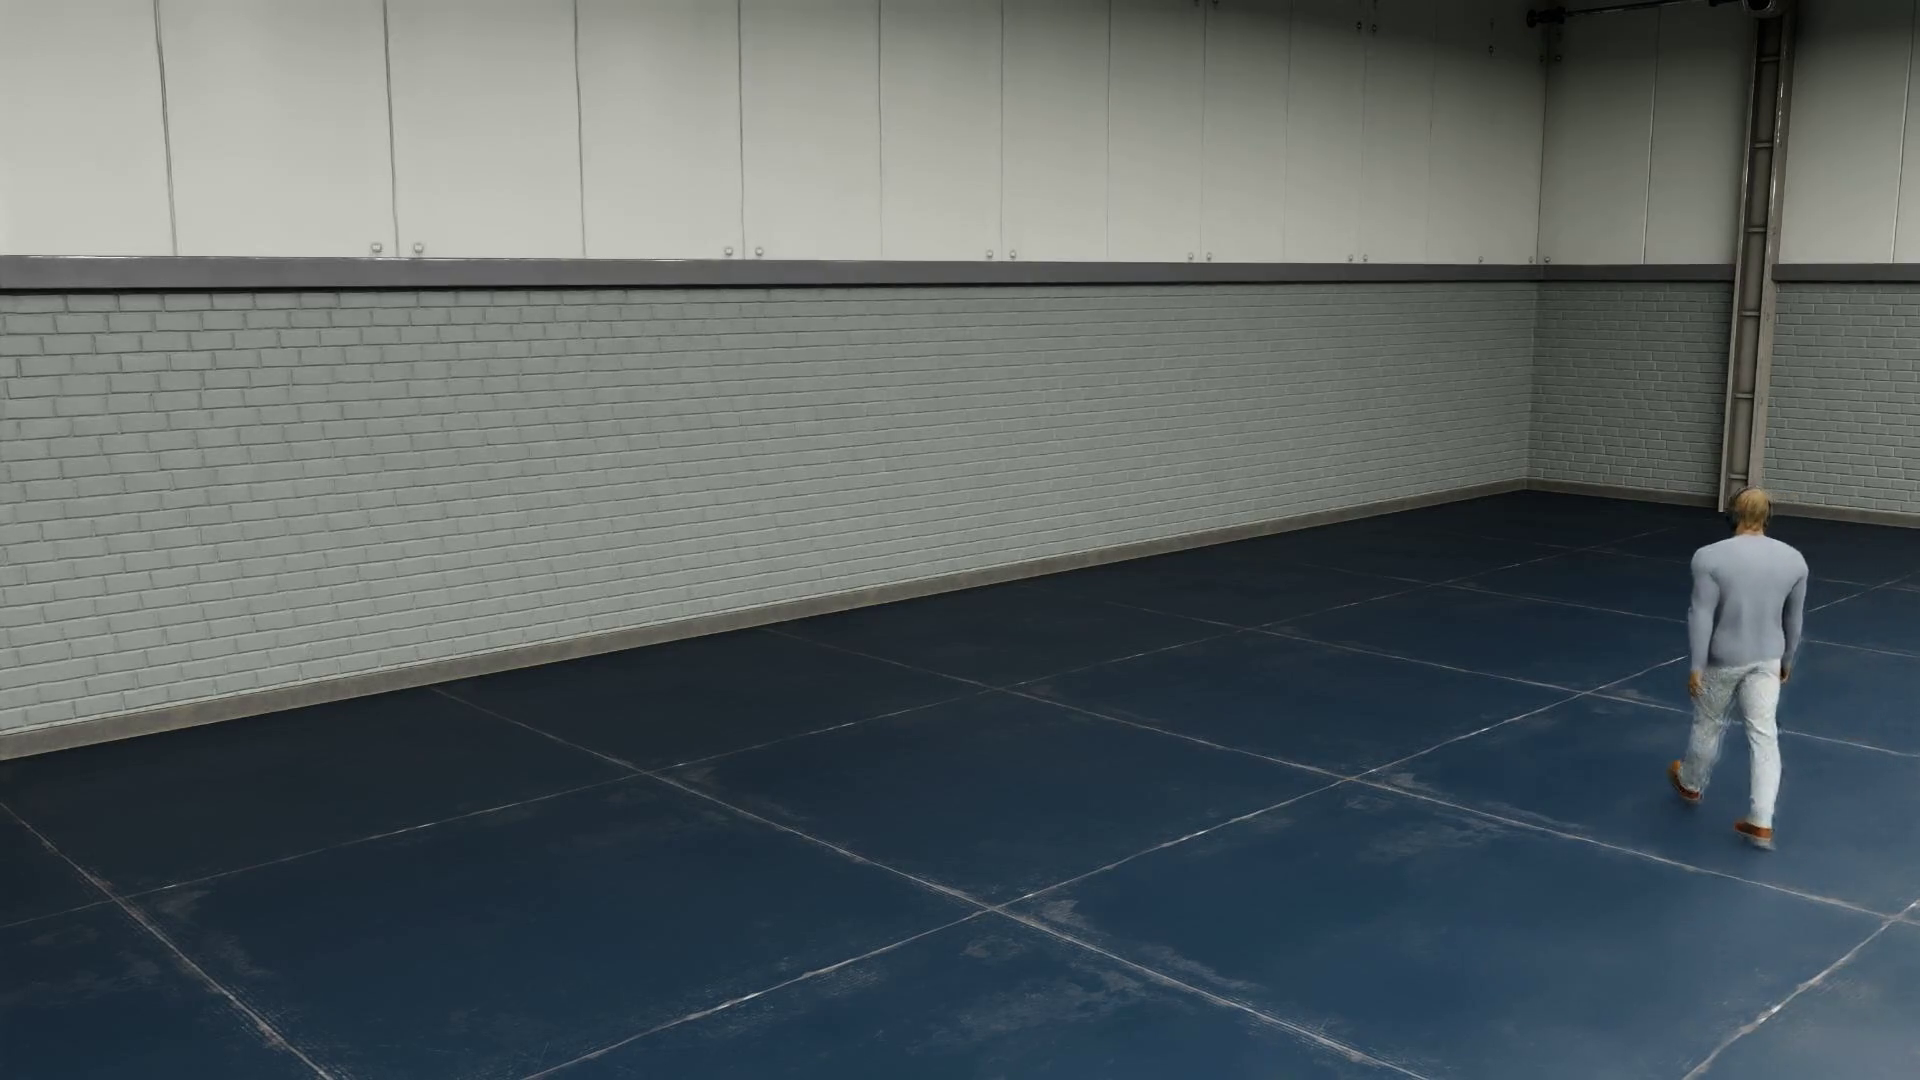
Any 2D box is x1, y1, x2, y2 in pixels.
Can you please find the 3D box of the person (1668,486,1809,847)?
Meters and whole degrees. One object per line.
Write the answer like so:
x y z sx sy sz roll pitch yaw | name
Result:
4.233 0.640 9.067 0.651 1.882 1.041 0 9 1 | person
